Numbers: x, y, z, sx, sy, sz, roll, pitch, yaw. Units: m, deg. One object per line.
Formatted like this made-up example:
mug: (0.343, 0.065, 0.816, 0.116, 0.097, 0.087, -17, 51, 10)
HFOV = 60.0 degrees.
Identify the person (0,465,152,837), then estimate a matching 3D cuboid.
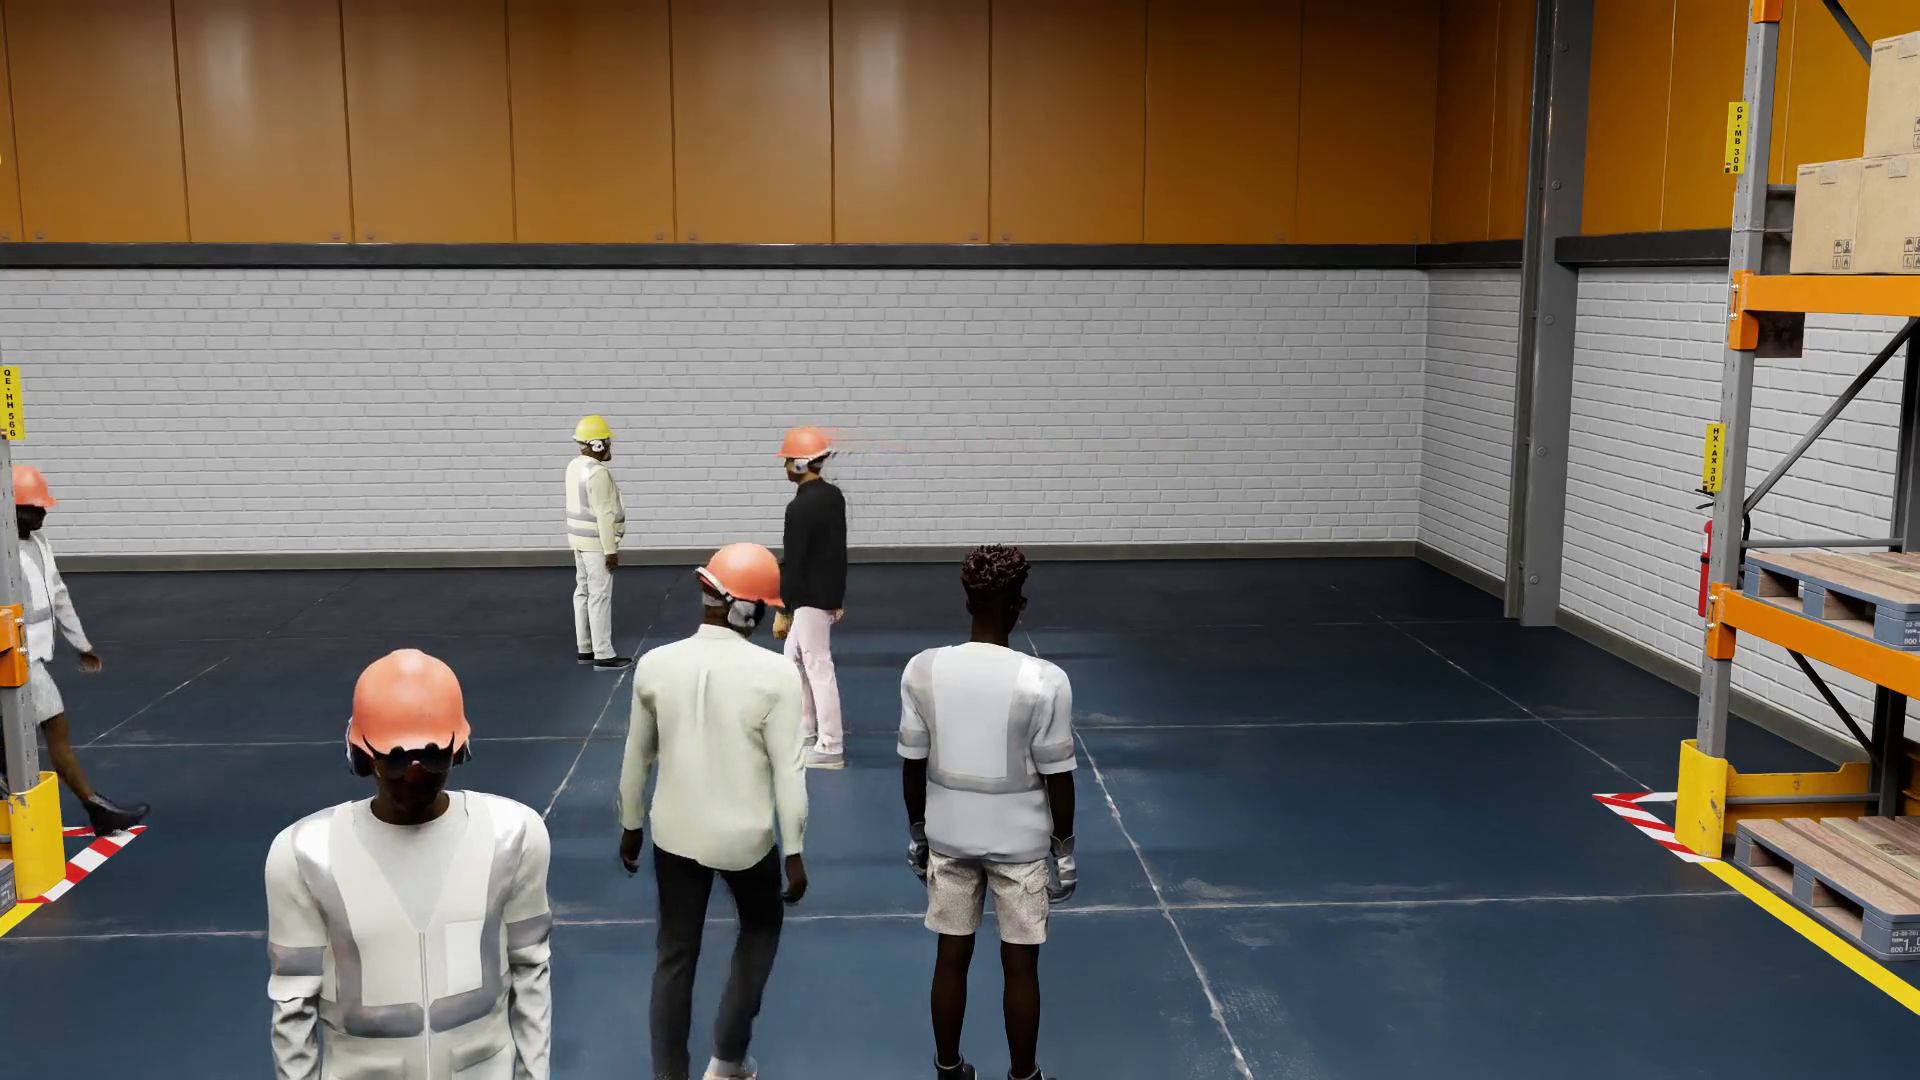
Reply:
person: (-4.558, 0.569, 8.333, 0.971, 1.886, 0.547, -1, 9, -8)

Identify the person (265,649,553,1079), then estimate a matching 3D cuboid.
person: (-1.187, 1.238, 3.688, 0.608, 2.042, 0.375, -4, 10, -25)

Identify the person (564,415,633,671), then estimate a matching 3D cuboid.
person: (-2.614, 0.017, 11.989, 0.404, 1.837, 0.587, -6, 11, -34)

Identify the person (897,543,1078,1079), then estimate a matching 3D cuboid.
person: (0.102, 0.981, 5.531, 0.613, 1.964, 0.361, 4, 10, 22)

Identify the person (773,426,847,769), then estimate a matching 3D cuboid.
person: (-0.946, 0.335, 9.540, 0.671, 1.975, 0.646, 3, 9, 16)

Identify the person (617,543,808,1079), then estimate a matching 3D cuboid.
person: (-0.828, 0.980, 5.581, 0.714, 1.943, 0.650, 2, 9, 13)
